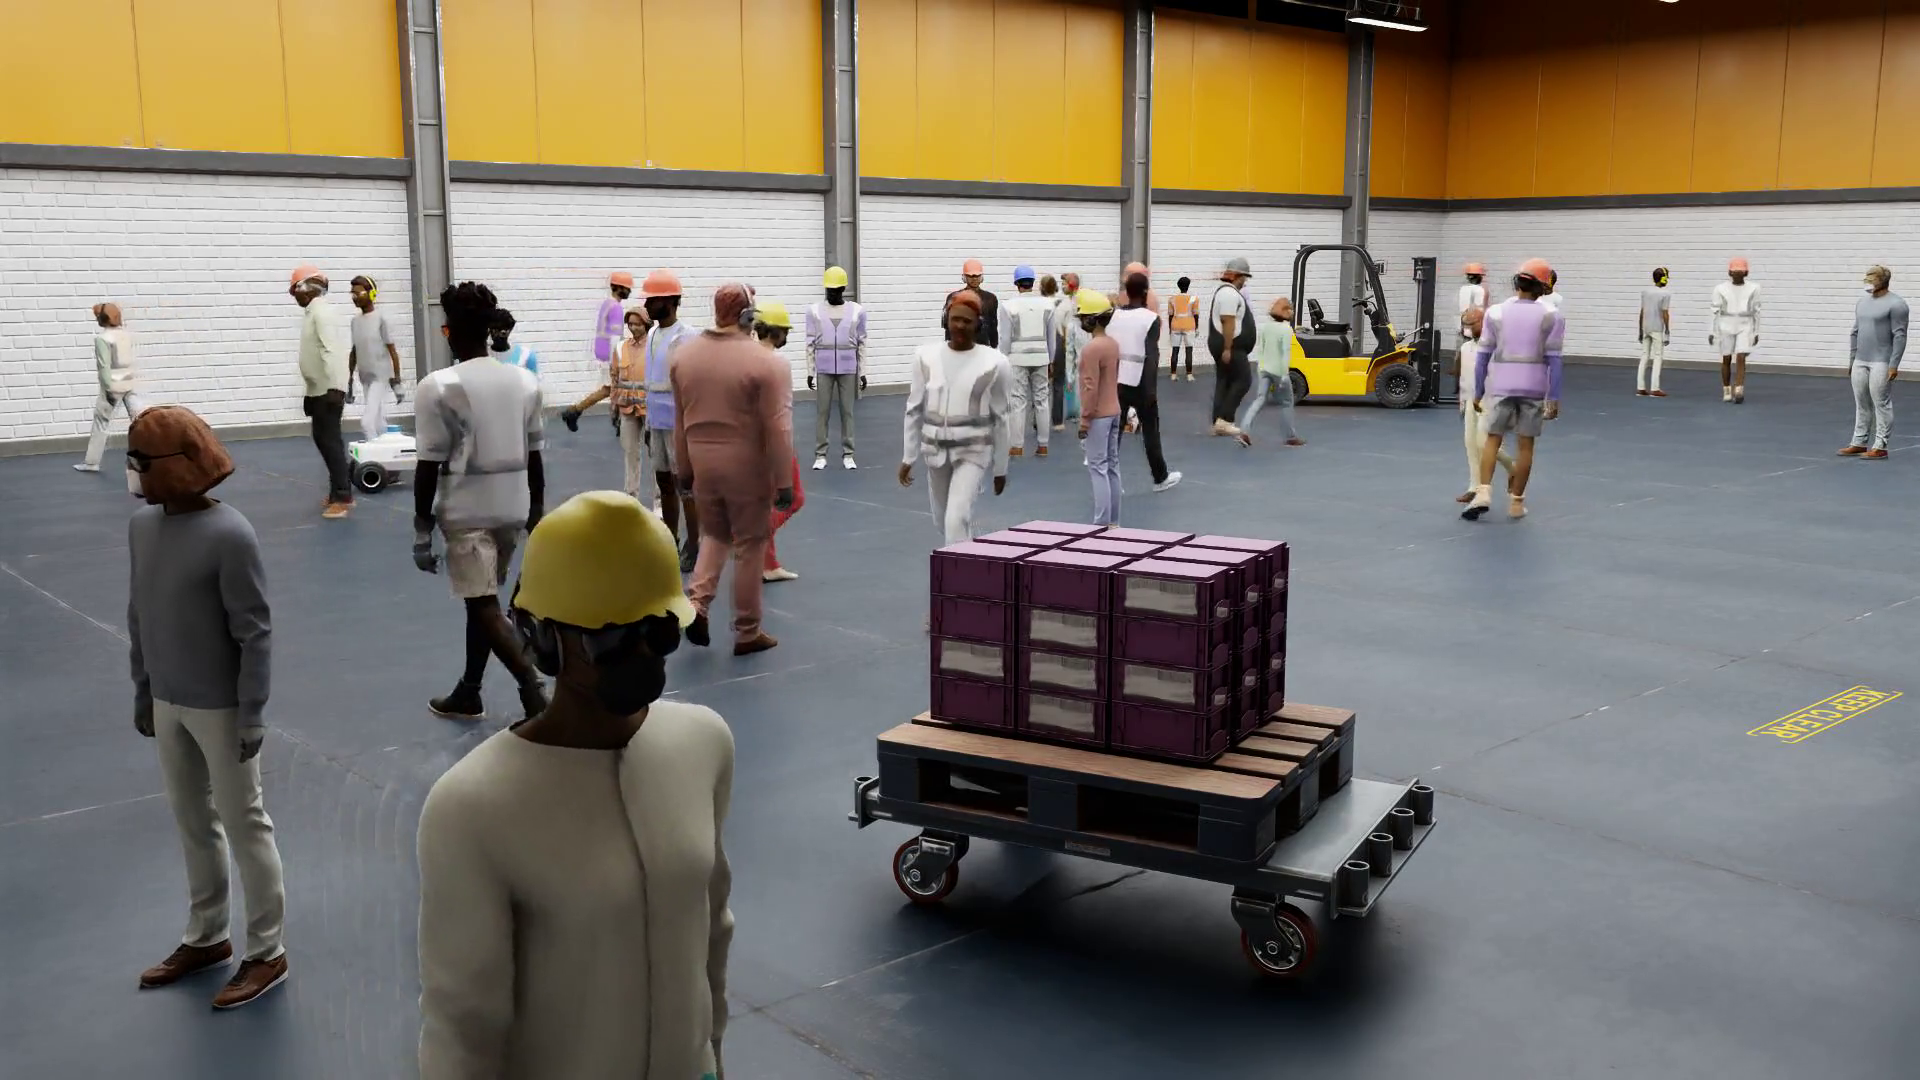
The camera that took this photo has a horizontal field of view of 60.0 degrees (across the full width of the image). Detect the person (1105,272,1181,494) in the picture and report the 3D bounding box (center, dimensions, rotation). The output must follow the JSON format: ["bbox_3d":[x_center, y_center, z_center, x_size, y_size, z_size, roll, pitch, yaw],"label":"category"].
[{"bbox_3d":[1.516,-1.321,14.164,0.612,1.876,0.949,8,13,40],"label":"person"}]

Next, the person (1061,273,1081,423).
[{"bbox_3d":[1.381,-2.316,20.143,0.597,1.823,0.576,0,10,1],"label":"person"}]

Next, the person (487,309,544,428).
[{"bbox_3d":[-3.412,-0.913,12.449,0.541,1.639,0.895,0,10,-3],"label":"person"}]

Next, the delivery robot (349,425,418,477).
[{"bbox_3d":[-4.911,-0.754,14.426,0.707,0.478,0.477,-5,11,-27],"label":"delivery robot"}]

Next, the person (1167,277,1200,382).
[{"bbox_3d":[3.610,-3.404,26.897,0.532,1.694,0.320,4,11,23],"label":"person"}]

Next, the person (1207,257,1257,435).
[{"bbox_3d":[3.061,-2.184,18.726,0.543,2.000,0.710,0,10,2],"label":"person"}]

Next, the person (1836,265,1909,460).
[{"bbox_3d":[9.122,-1.767,16.590,0.353,1.936,0.635,-2,10,-13],"label":"person"}]

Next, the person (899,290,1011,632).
[{"bbox_3d":[0.016,-0.463,9.229,0.582,1.849,0.910,4,11,24],"label":"person"}]

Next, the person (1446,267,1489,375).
[{"bbox_3d":[8.712,-3.694,28.078,0.642,1.875,0.891,-7,12,-36],"label":"person"}]

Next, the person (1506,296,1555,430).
[{"bbox_3d":[6.437,-2.130,18.942,0.597,1.866,0.720,6,11,31],"label":"person"}]

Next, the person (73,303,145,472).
[{"bbox_3d":[-7.874,-1.418,15.563,0.874,1.595,0.516,2,10,10],"label":"person"}]

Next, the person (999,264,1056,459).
[{"bbox_3d":[0.668,-1.777,16.643,0.602,1.938,0.404,-3,10,-18],"label":"person"}]

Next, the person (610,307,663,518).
[{"bbox_3d":[-2.460,-0.979,12.855,0.512,1.638,0.307,3,10,16],"label":"person"}]

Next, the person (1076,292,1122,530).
[{"bbox_3d":[0.971,-0.876,11.870,0.331,1.767,0.527,5,11,27],"label":"person"}]

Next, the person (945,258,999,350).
[{"bbox_3d":[0.137,-2.084,18.272,0.613,1.995,0.391,-3,10,-15],"label":"person"}]

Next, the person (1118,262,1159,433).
[{"bbox_3d":[1.955,-2.177,18.929,0.480,1.951,0.691,-8,13,-41],"label":"person"}]

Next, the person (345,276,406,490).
[{"bbox_3d":[-5.165,-1.355,14.422,0.571,1.845,0.693,7,12,34],"label":"person"}]

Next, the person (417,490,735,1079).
[{"bbox_3d":[-0.546,0.772,2.340,0.885,1.731,0.539,8,13,40],"label":"person"}]

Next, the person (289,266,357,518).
[{"bbox_3d":[-4.966,-1.152,12.997,0.377,1.943,0.711,-6,11,-30],"label":"person"}]

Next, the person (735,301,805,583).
[{"bbox_3d":[-1.186,-0.590,10.228,0.443,1.745,0.538,-8,12,-38],"label":"person"}]

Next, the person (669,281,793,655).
[{"bbox_3d":[-1.134,-0.345,8.368,0.675,1.894,0.445,5,11,27],"label":"person"}]

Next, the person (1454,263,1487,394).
[{"bbox_3d":[7.591,-3.099,24.423,0.781,1.914,0.557,-4,10,-22],"label":"person"}]

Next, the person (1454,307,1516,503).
[{"bbox_3d":[4.327,-1.102,13.634,0.510,1.611,0.545,-3,10,-18],"label":"person"}]

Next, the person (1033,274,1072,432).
[{"bbox_3d":[1.036,-2.127,19.045,0.518,1.828,0.583,2,10,13],"label":"person"}]

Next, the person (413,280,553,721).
[{"bbox_3d":[-1.964,-0.116,6.949,0.943,1.934,0.610,7,12,34],"label":"person"}]

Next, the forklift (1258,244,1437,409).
[{"bbox_3d":[5.256,-2.933,22.661,2.313,2.155,1.214,3,10,16],"label":"forklift"}]

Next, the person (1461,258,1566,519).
[{"bbox_3d":[4.257,-1.141,12.731,0.666,2.009,0.712,5,11,25],"label":"person"}]

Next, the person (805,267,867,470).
[{"bbox_3d":[-1.170,-1.621,15.781,0.586,1.921,0.383,-1,10,-4],"label":"person"}]

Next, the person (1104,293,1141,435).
[{"bbox_3d":[1.760,-1.896,18.251,0.566,1.621,0.543,6,11,29],"label":"person"}]

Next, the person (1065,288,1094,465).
[{"bbox_3d":[1.258,-1.553,16.005,0.496,1.713,0.538,2,10,9],"label":"person"}]

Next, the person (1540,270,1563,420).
[{"bbox_3d":[7.265,-2.421,20.628,0.314,1.864,0.533,-2,10,-10],"label":"person"}]

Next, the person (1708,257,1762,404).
[{"bbox_3d":[10.643,-2.870,22.866,0.641,1.991,1.021,4,10,22],"label":"person"}]

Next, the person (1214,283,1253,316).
[{"bbox_3d":[4.006,-3.003,23.887,0.791,1.912,0.666,-6,11,-31],"label":"person"}]

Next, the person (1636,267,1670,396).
[{"bbox_3d":[10.039,-2.996,24.051,0.331,1.854,0.525,-5,11,-26],"label":"person"}]

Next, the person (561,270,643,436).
[{"bbox_3d":[-3.999,-2.060,18.498,0.830,1.890,0.555,-3,10,-17],"label":"person"}]

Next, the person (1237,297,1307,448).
[{"bbox_3d":[3.289,-1.764,17.570,0.826,1.593,0.543,-6,11,-29],"label":"person"}]

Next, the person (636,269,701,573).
[{"bbox_3d":[-1.873,-0.753,10.651,0.362,1.935,0.553,-8,13,-41],"label":"person"}]

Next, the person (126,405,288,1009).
[{"bbox_3d":[-2.060,0.449,4.499,0.504,1.631,0.279,6,11,30],"label":"person"}]
